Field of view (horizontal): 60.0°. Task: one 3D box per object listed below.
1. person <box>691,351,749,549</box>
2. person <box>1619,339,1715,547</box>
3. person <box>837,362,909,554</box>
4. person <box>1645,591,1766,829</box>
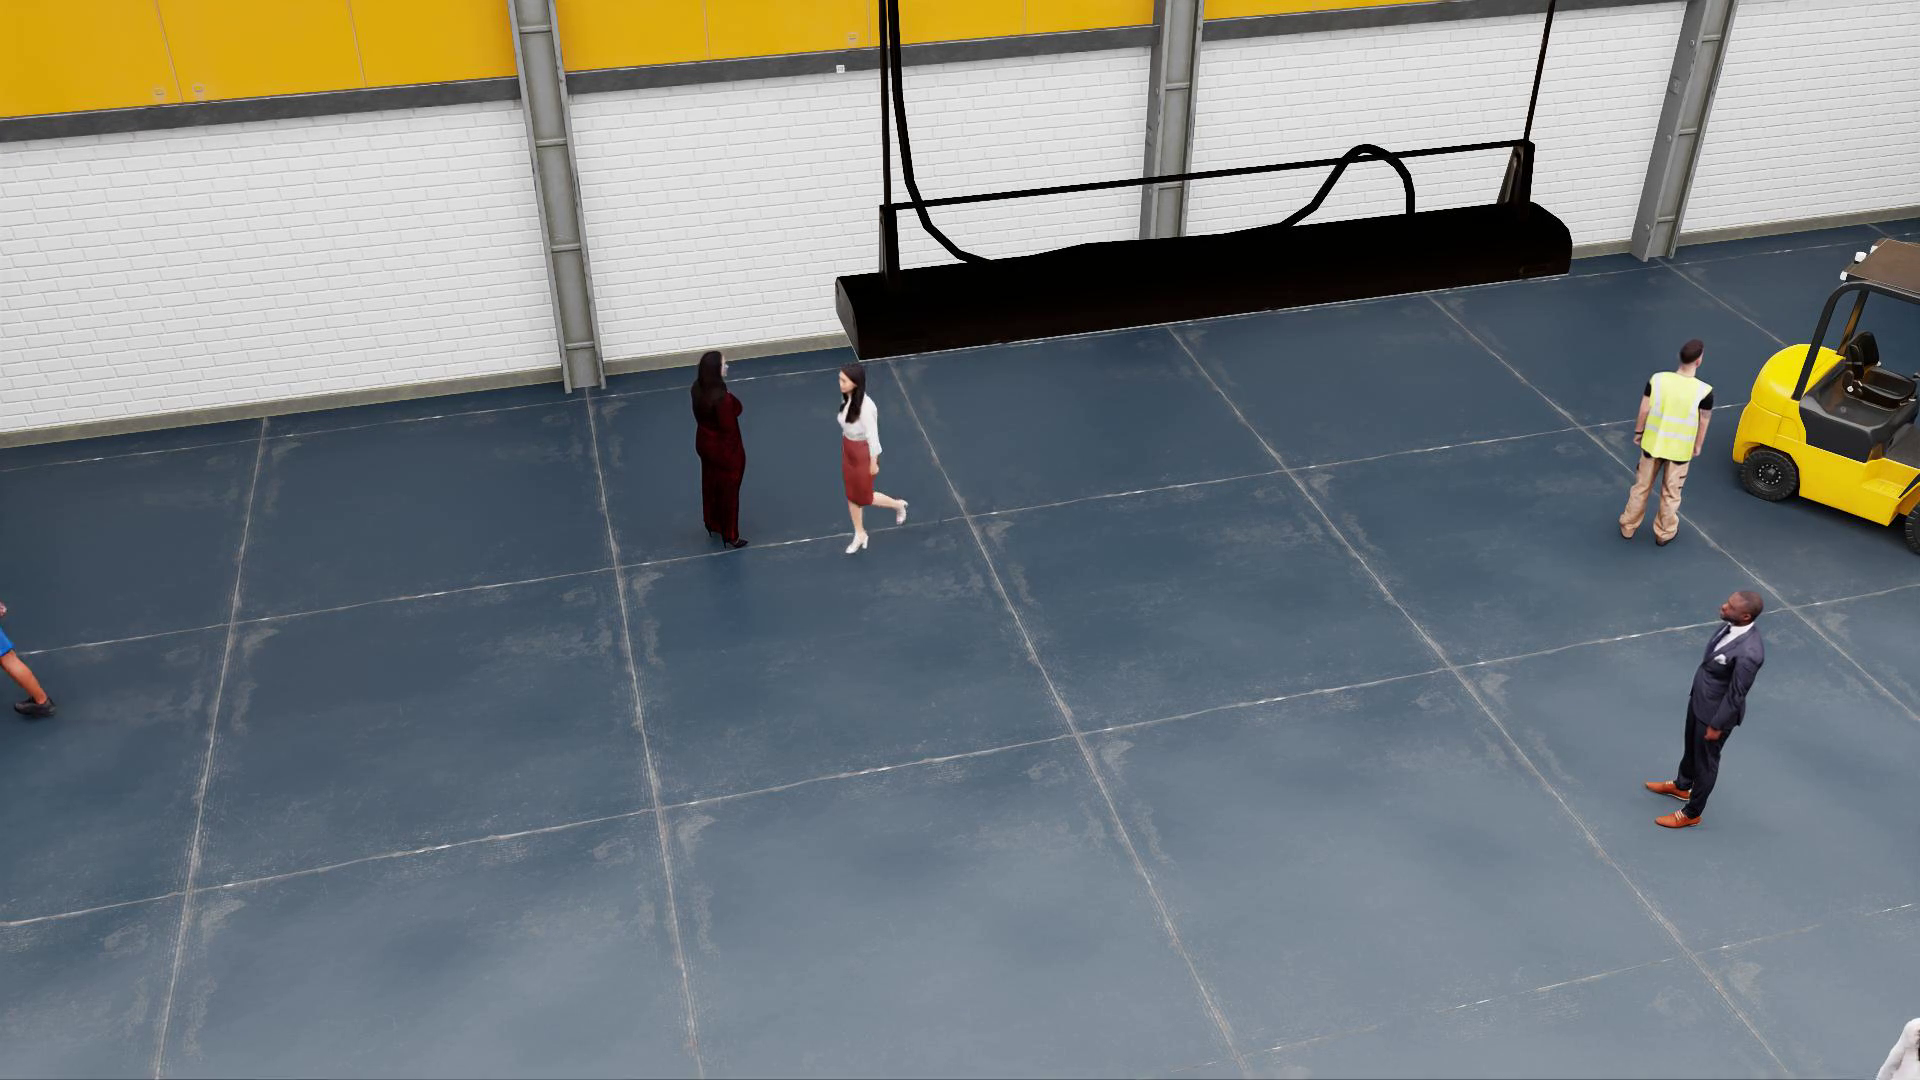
[{"bbox_3d":[-1.979,-0.746,13.618,0.759,1.756,0.761,-24,41,-32],"label":"person"},{"bbox_3d":[5.799,-0.792,13.607,0.855,1.845,0.914,19,38,26],"label":"person"},{"bbox_3d":[-0.749,-0.669,13.521,0.898,1.735,0.742,-18,38,-25],"label":"person"},{"bbox_3d":[4.905,1.077,10.814,0.765,1.824,0.780,6,34,8],"label":"person"}]
